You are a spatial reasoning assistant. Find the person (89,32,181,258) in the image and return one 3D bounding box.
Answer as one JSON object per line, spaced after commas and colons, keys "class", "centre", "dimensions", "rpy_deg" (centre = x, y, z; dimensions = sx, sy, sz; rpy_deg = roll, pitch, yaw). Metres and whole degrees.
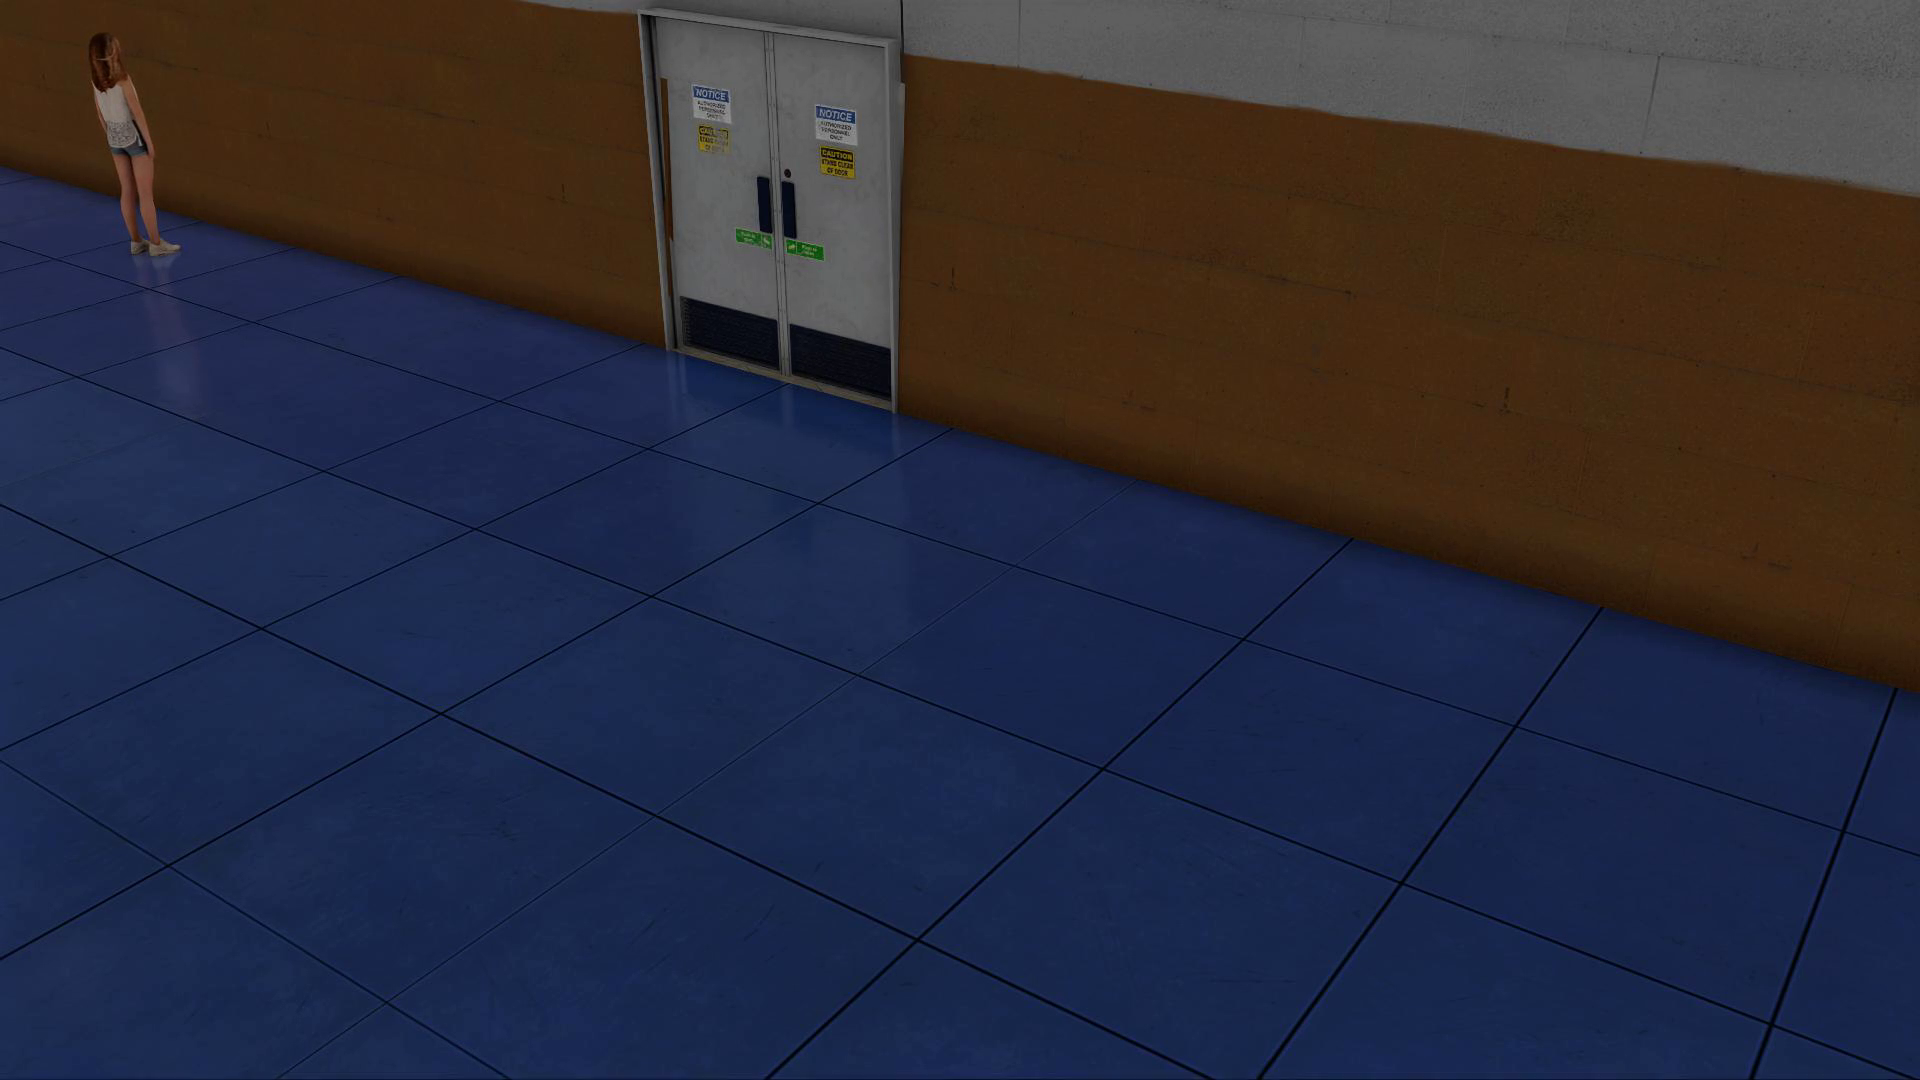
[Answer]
{"class": "person", "centre": [-6.642, -3.145, 13.264], "dimensions": [0.627, 1.759, 0.587], "rpy_deg": [10, 29, 19]}
